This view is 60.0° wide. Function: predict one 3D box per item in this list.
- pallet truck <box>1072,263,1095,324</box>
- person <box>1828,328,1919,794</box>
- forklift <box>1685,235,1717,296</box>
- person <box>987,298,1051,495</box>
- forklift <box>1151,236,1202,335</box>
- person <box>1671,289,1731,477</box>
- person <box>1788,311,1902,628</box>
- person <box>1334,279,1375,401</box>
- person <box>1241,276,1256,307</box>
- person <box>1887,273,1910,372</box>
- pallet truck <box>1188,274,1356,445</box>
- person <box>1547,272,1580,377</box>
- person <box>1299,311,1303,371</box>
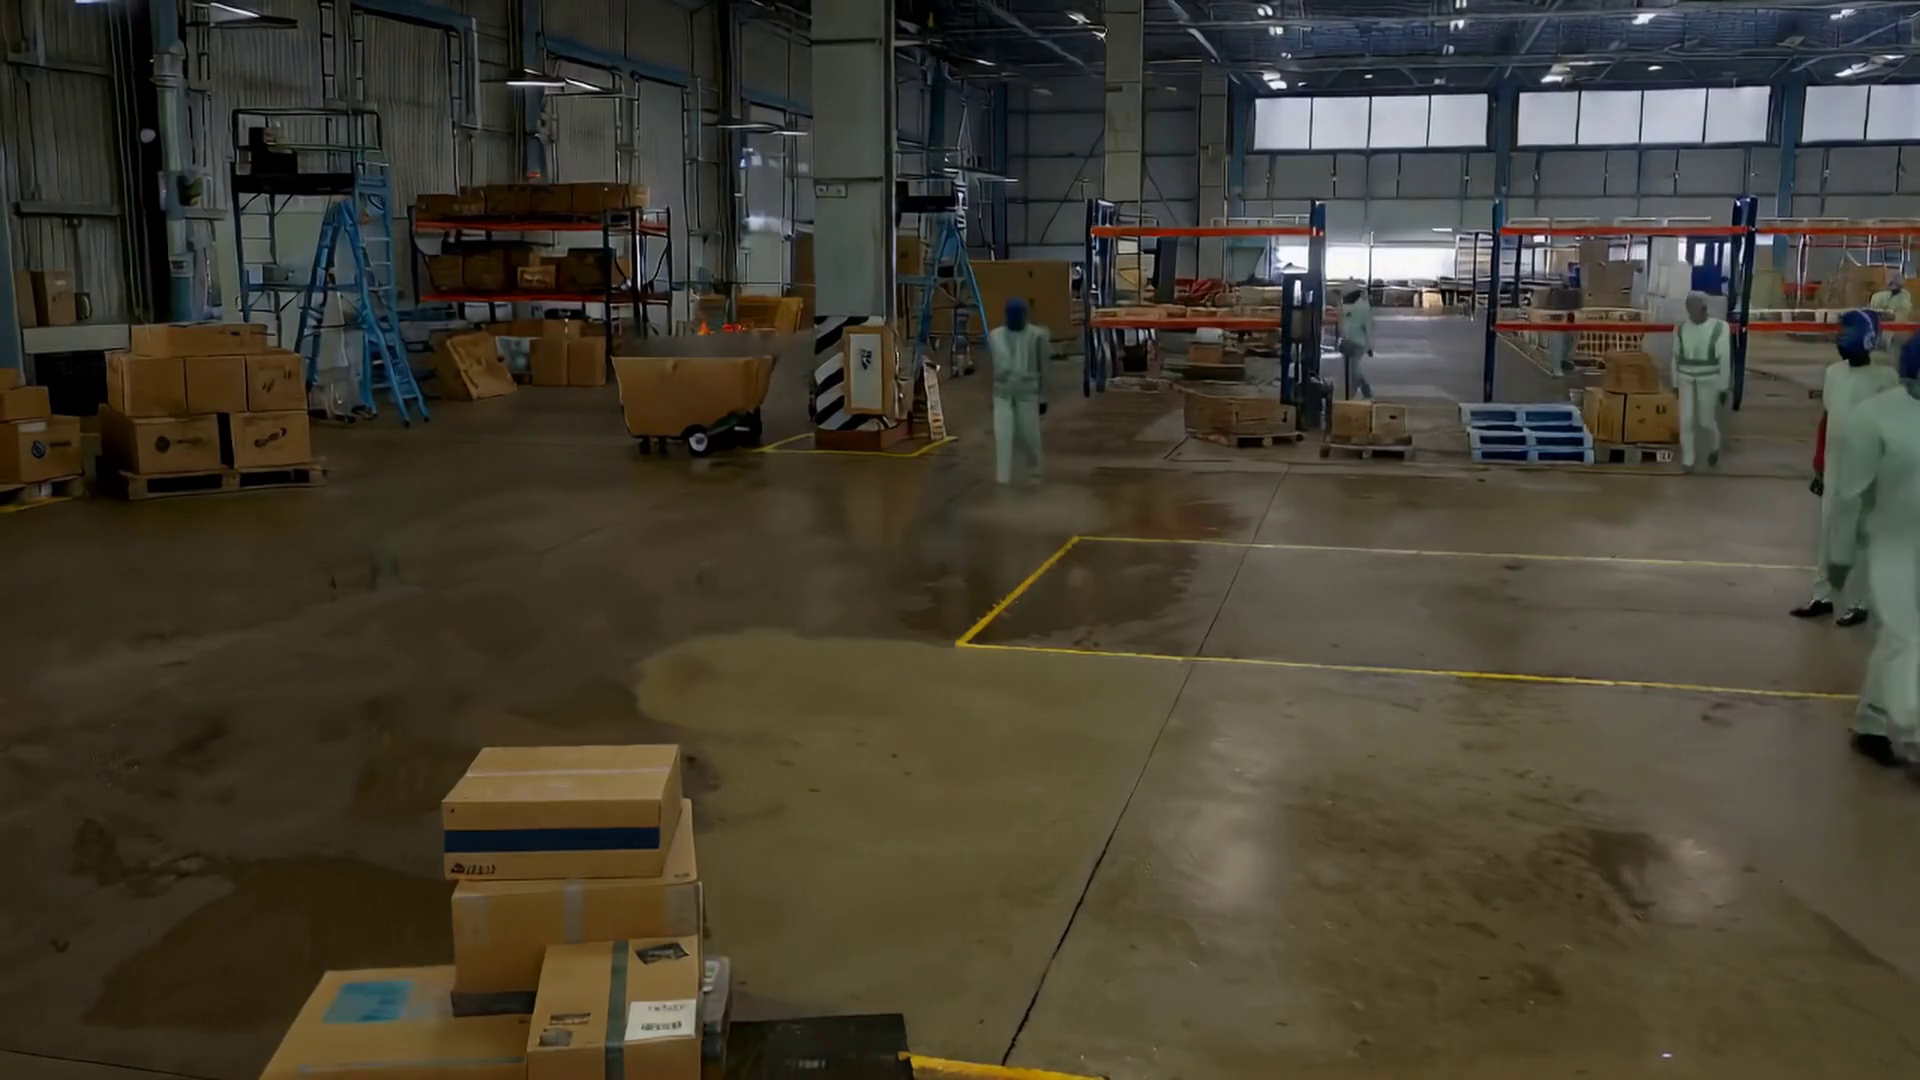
[{"bbox_3d":[4.325,-8.180,55.162,0.823,1.965,1.885,6,11,31],"label":"pallet truck"},{"bbox_3d":[3.995,0.073,6.835,0.644,1.899,0.908,-1,10,-5],"label":"person"},{"bbox_3d":[21.806,-7.606,49.187,1.873,2.768,1.129,-3,10,-19],"label":"forklift"},{"bbox_3d":[0.565,-1.349,15.514,0.631,1.817,0.855,4,10,20],"label":"person"},{"bbox_3d":[5.866,-7.214,46.878,1.873,2.768,1.129,2,10,14],"label":"forklift"},{"bbox_3d":[7.405,-1.568,16.624,0.594,1.863,0.582,9,13,43],"label":"person"},{"bbox_3d":[5.263,-0.412,9.828,0.335,1.864,0.521,-4,10,-23],"label":"person"},{"bbox_3d":[5.827,-2.873,24.322,0.825,1.872,0.593,-6,11,-30],"label":"person"},{"bbox_3d":[8.009,-6.437,45.852,0.548,1.670,0.693,8,12,38],"label":"person"},{"bbox_3d":[15.261,-3.377,27.105,0.381,1.932,0.623,6,11,30],"label":"person"},{"bbox_3d":[3.653,-2.138,19.590,1.885,1.965,0.823,-4,10,-20],"label":"pallet truck"},{"bbox_3d":[11.076,-3.971,30.627,0.633,1.925,0.526,-1,10,-7],"label":"person"},{"bbox_3d":[6.701,-4.090,31.851,0.321,1.738,0.486,9,13,42],"label":"person"}]
